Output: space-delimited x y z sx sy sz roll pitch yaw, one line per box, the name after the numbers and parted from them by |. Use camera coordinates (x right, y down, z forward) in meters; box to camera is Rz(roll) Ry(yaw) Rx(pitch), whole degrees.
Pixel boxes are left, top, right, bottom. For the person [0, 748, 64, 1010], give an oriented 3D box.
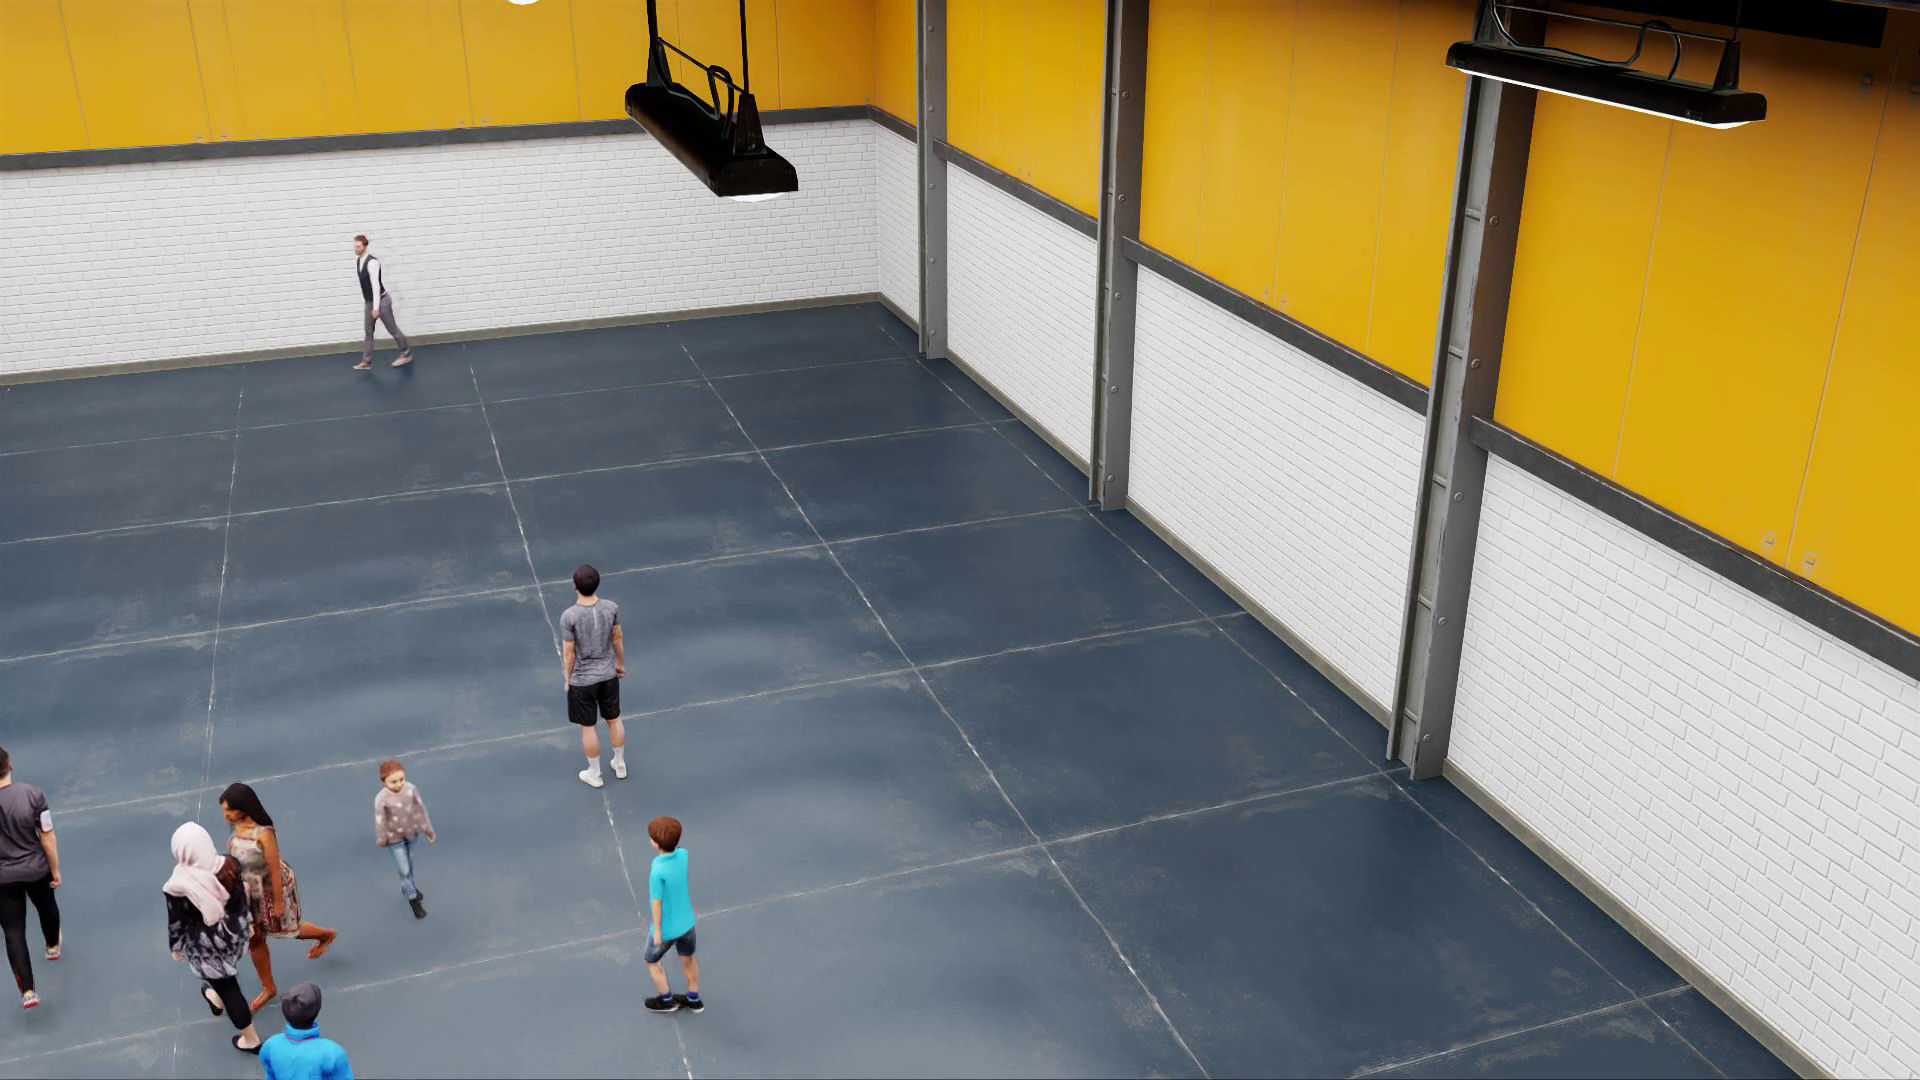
-6.039 2.182 10.647 0.740 1.729 1.199 -12 26 -25 | person

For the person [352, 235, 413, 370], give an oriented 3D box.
-7.977 -3.309 22.996 1.095 1.899 1.180 -21 31 -39 | person

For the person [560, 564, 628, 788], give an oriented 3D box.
-2.867 1.060 13.036 0.714 1.871 0.644 -16 28 -33 | person

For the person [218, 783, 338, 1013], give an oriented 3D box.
-4.401 2.215 10.710 0.977 1.619 1.034 14 27 29 | person

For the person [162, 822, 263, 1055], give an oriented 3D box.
-4.493 2.462 10.154 1.064 1.611 0.960 14 27 30 | person

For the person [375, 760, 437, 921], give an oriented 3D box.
-3.940 2.034 11.677 0.795 1.174 0.661 21 31 39 | person

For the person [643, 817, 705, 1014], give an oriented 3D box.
-1.762 2.406 10.498 0.740 1.438 0.682 12 27 26 | person

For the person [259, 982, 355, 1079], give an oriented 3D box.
-3.337 3.080 8.525 0.745 1.782 0.773 4 24 9 | person
